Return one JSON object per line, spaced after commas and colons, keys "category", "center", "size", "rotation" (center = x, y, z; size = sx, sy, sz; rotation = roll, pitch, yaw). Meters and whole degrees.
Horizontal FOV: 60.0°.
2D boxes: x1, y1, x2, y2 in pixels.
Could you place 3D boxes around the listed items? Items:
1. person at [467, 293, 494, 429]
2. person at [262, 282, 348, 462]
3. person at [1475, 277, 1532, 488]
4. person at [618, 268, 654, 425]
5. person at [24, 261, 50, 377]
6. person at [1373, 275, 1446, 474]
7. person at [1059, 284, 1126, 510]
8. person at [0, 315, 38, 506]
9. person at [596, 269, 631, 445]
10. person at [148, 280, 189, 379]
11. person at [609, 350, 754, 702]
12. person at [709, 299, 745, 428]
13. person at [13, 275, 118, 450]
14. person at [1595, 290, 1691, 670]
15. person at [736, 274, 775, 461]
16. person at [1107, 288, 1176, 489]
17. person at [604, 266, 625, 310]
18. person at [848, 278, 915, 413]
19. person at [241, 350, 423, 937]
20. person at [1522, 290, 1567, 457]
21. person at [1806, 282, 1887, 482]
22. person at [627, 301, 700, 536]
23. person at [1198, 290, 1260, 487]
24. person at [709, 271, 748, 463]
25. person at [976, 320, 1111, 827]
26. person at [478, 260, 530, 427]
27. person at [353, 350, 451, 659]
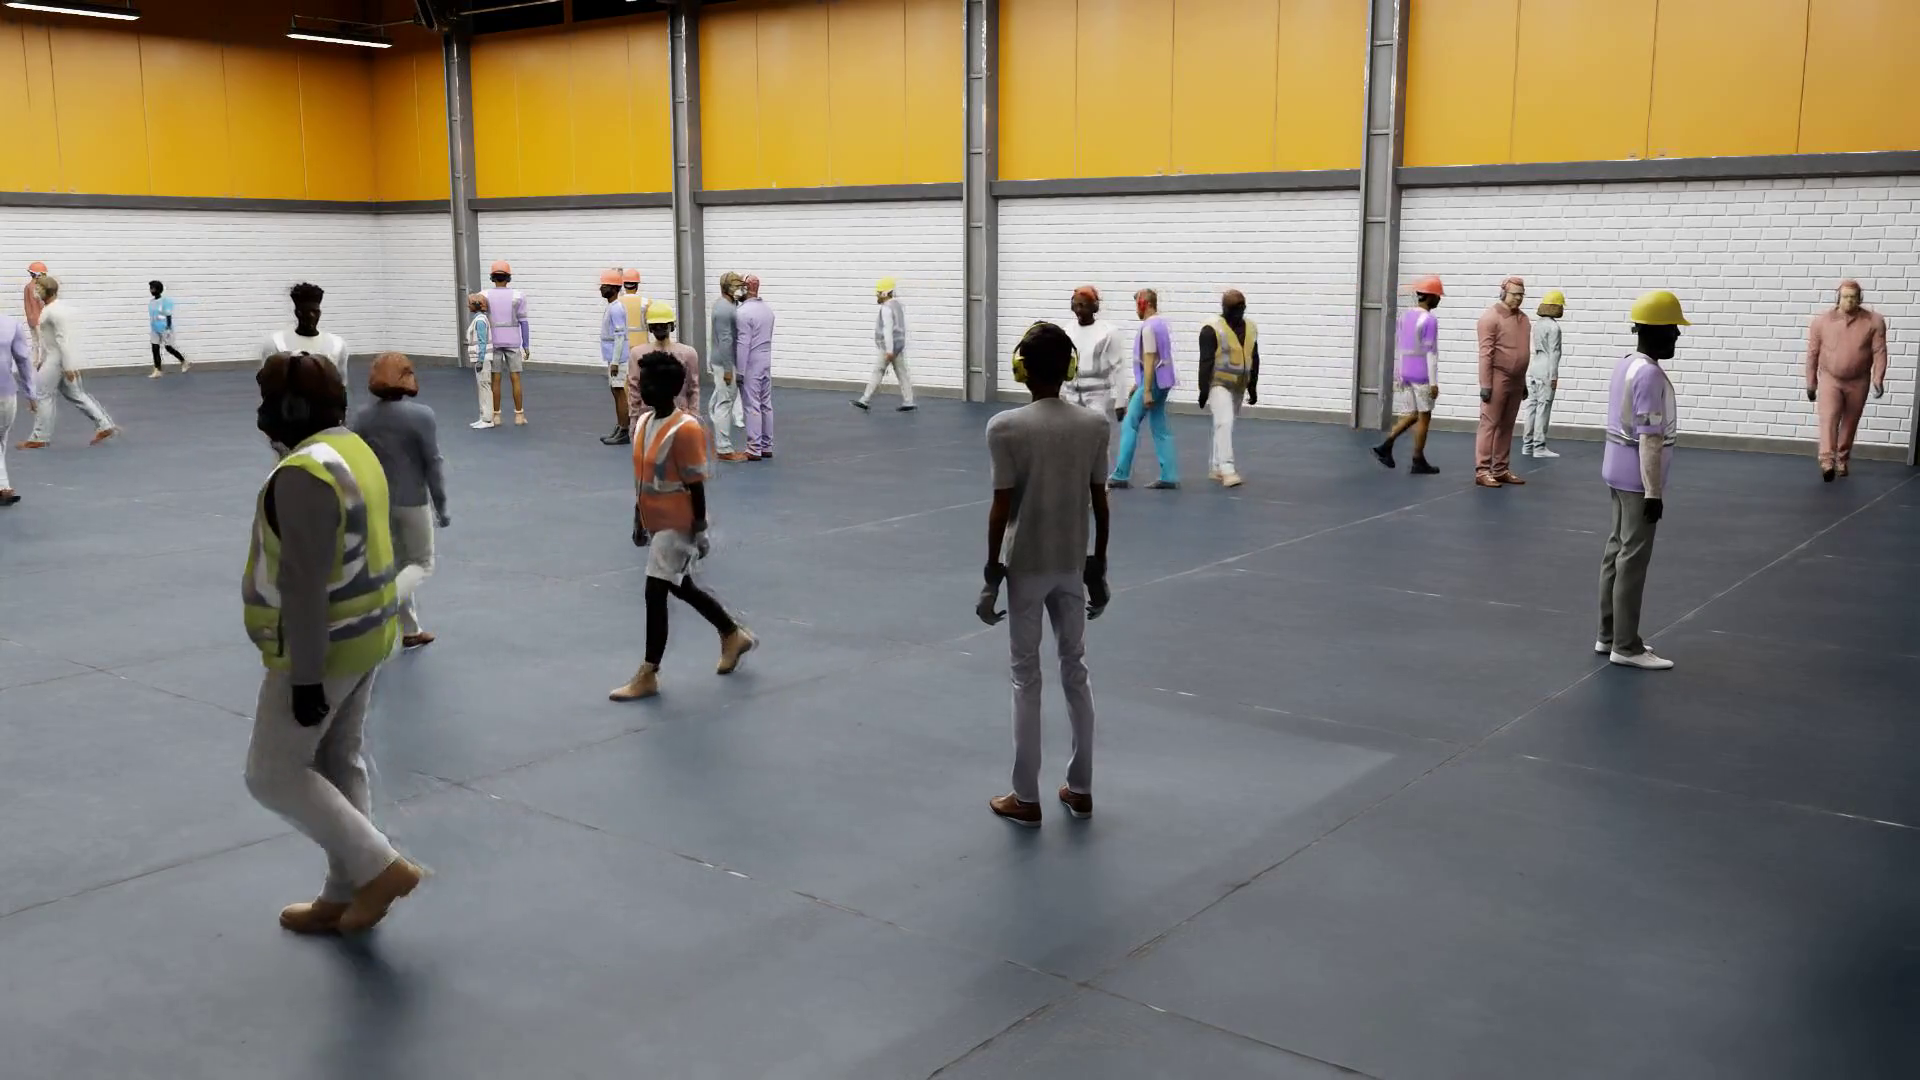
{"category": "person", "center": [-5.826, -2.172, 20.218], "size": [0.309, 1.641, 0.514], "rotation": [-4, 10, -20]}
{"category": "person", "center": [-4.607, -0.854, 11.727], "size": [0.604, 1.931, 0.959], "rotation": [-6, 12, -33]}
{"category": "person", "center": [4.981, -1.434, 15.165], "size": [0.642, 1.902, 0.399], "rotation": [-7, 12, -36]}
{"category": "person", "center": [-4.054, -2.386, 20.594], "size": [0.547, 1.937, 0.379], "rotation": [-1, 10, -8]}
{"category": "person", "center": [-14.965, -3.529, 27.085], "size": [0.622, 1.992, 0.397], "rotation": [7, 12, 37]}
{"category": "person", "center": [4.353, -1.570, 15.912], "size": [0.554, 1.920, 0.549], "rotation": [-2, 10, -12]}
{"category": "person", "center": [1.033, -1.143, 13.573], "size": [0.619, 1.865, 0.413], "rotation": [7, 12, 35]}
{"category": "person", "center": [-8.221, -1.246, 14.137], "size": [0.645, 1.881, 1.083], "rotation": [-9, 13, -42]}
{"category": "person", "center": [-3.853, -2.030, 18.511], "size": [0.348, 1.942, 0.546], "rotation": [-3, 10, -16]}
{"category": "person", "center": [-13.601, -3.609, 28.456], "size": [0.533, 1.679, 0.670], "rotation": [4, 10, 21]}
{"category": "person", "center": [-1.345, -0.095, 8.070], "size": [0.826, 1.667, 0.540], "rotation": [-7, 12, -36]}
{"category": "person", "center": [-2.855, -2.199, 20.421], "size": [0.522, 1.613, 0.671], "rotation": [-5, 11, -29]}
{"category": "person", "center": [-9.790, -1.938, 18.137], "size": [1.006, 1.899, 0.634], "rotation": [-5, 11, -28]}
{"category": "person", "center": [3.500, -0.311, 8.545], "size": [0.366, 1.927, 0.585], "rotation": [1, 10, 7]}
{"category": "person", "center": [-2.149, -1.762, 17.054], "size": [0.400, 1.910, 0.643], "rotation": [4, 10, 22]}
{"category": "person", "center": [1.613, -1.353, 14.989], "size": [0.817, 1.798, 0.605], "rotation": [4, 10, 21]}
{"category": "person", "center": [-5.707, -3.604, 27.779], "size": [0.403, 1.906, 0.651], "rotation": [-5, 11, -26]}
{"category": "person", "center": [-1.018, -2.578, 22.156], "size": [0.916, 1.785, 0.614], "rotation": [3, 10, 17]}
{"category": "person", "center": [-1.941, 0.338, 5.057], "size": [0.444, 1.824, 0.647], "rotation": [-1, 10, -4]}
{"category": "person", "center": [6.127, -1.728, 17.354], "size": [0.322, 1.737, 0.481], "rotation": [-1, 10, -7]}
{"category": "person", "center": [8.274, -1.476, 15.551], "size": [0.648, 1.848, 1.036], "rotation": [4, 10, 22]}
{"category": "person", "center": [-2.205, -0.893, 12.406], "size": [0.533, 1.767, 0.326], "rotation": [-1, 10, -7]}
{"category": "person", "center": [2.475, -1.379, 15.204], "size": [0.647, 1.786, 0.797], "rotation": [-7, 12, -35]}
{"category": "person", "center": [-2.363, -1.760, 16.959], "size": [0.374, 1.936, 0.629], "rotation": [-1, 10, -5]}
{"category": "person", "center": [0.308, 0.128, 6.165], "size": [0.538, 1.866, 0.312], "rotation": [-4, 11, -23]}
{"category": "person", "center": [-5.602, -2.408, 20.425], "size": [0.616, 2.039, 0.387], "rotation": [-2, 10, -11]}
{"category": "person", "center": [-2.956, -0.177, 8.672], "size": [0.509, 1.611, 0.627], "rotation": [4, 10, 21]}
